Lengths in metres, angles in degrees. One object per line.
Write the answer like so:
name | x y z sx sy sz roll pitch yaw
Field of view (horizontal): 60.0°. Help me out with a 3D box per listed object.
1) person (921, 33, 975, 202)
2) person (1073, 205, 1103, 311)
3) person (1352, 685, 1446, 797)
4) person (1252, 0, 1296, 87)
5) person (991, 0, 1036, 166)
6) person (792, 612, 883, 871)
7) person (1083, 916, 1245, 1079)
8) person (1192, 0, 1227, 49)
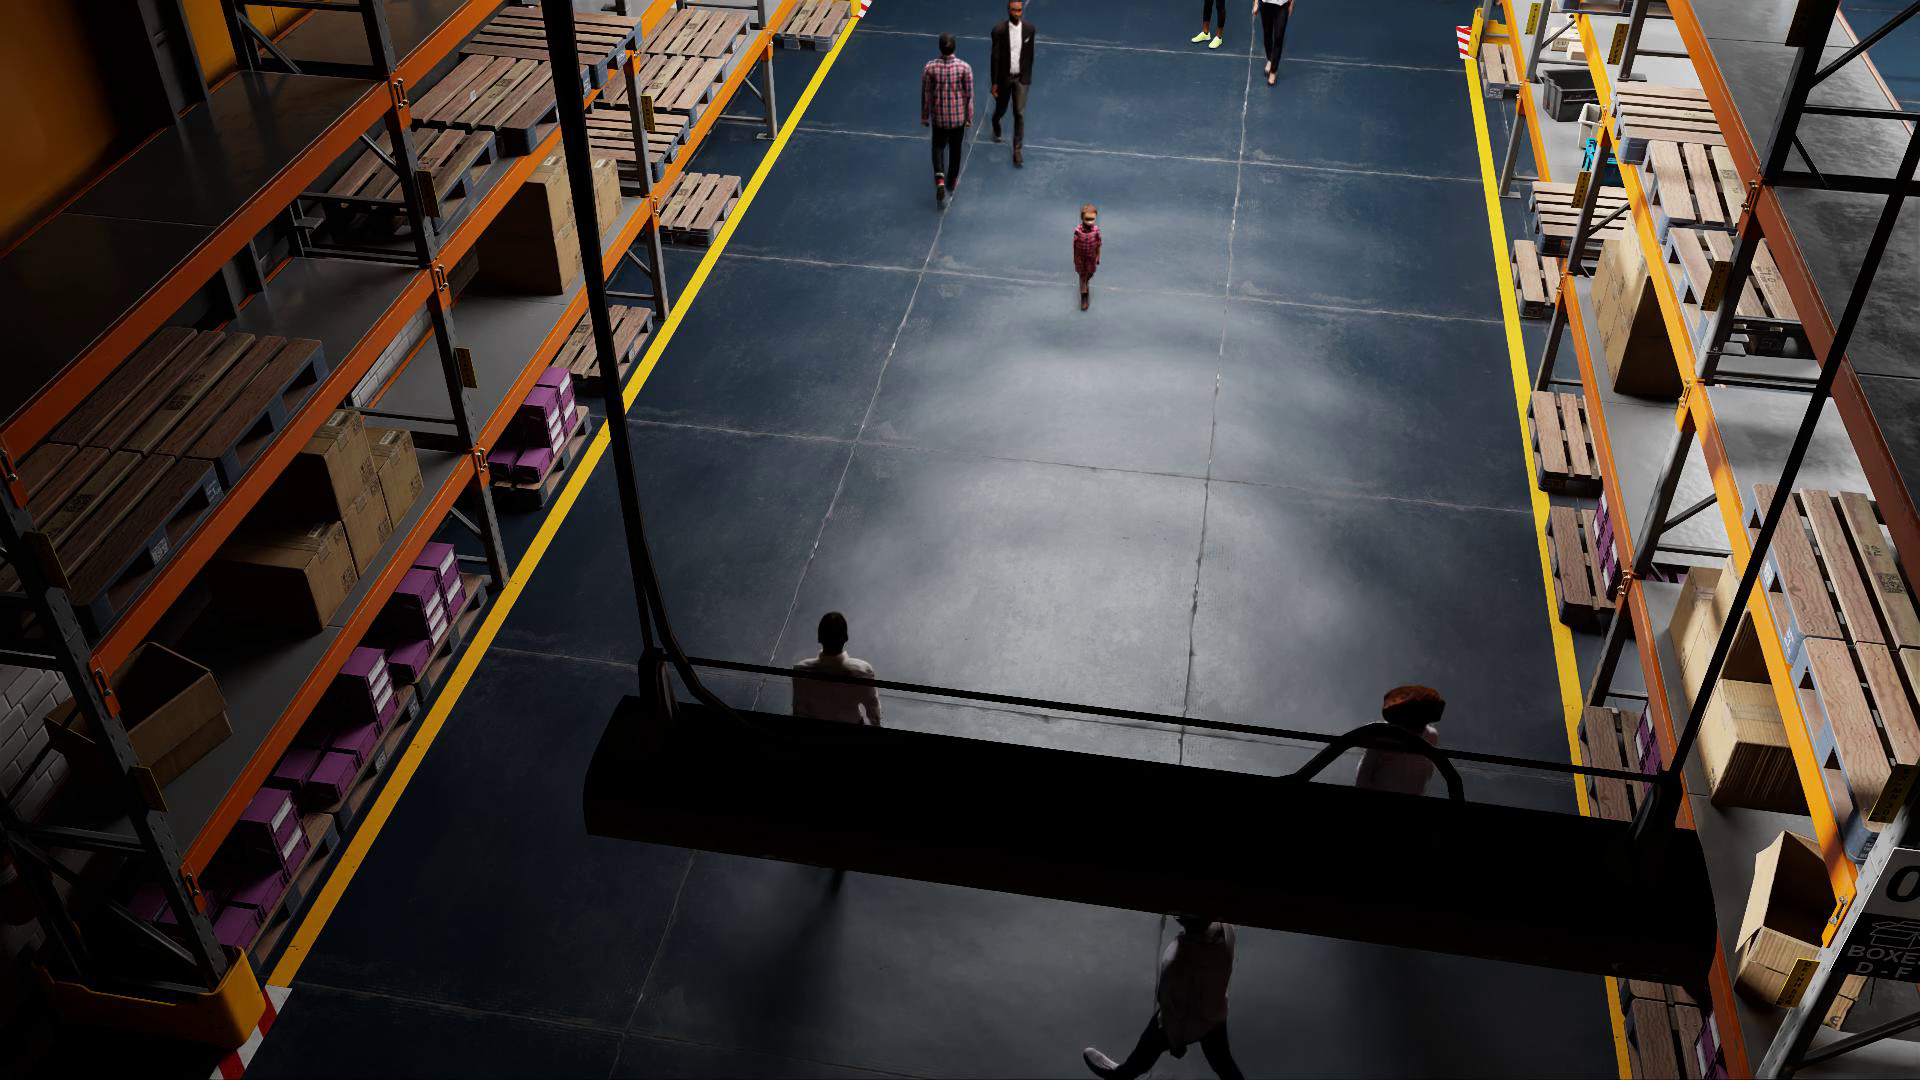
person | -0.125 -4.390 17.301 0.807 1.744 1.017 0 39 0
person | 1.204 -2.735 15.818 0.487 1.010 0.724 1 39 2
person | 2.556 1.479 9.992 0.733 1.694 1.012 0 39 -1
person | 3.753 -6.364 19.755 0.721 1.767 0.979 14 41 16
person | 0.537 -5.033 18.080 0.917 1.776 1.160 -8 39 -10
person | -0.751 1.270 10.140 0.797 1.836 1.151 1 39 1
person | 1.294 2.484 8.592 1.183 1.871 1.292 28 47 31
person | 3.176 -6.997 20.557 0.679 1.755 0.643 -31 48 -33
